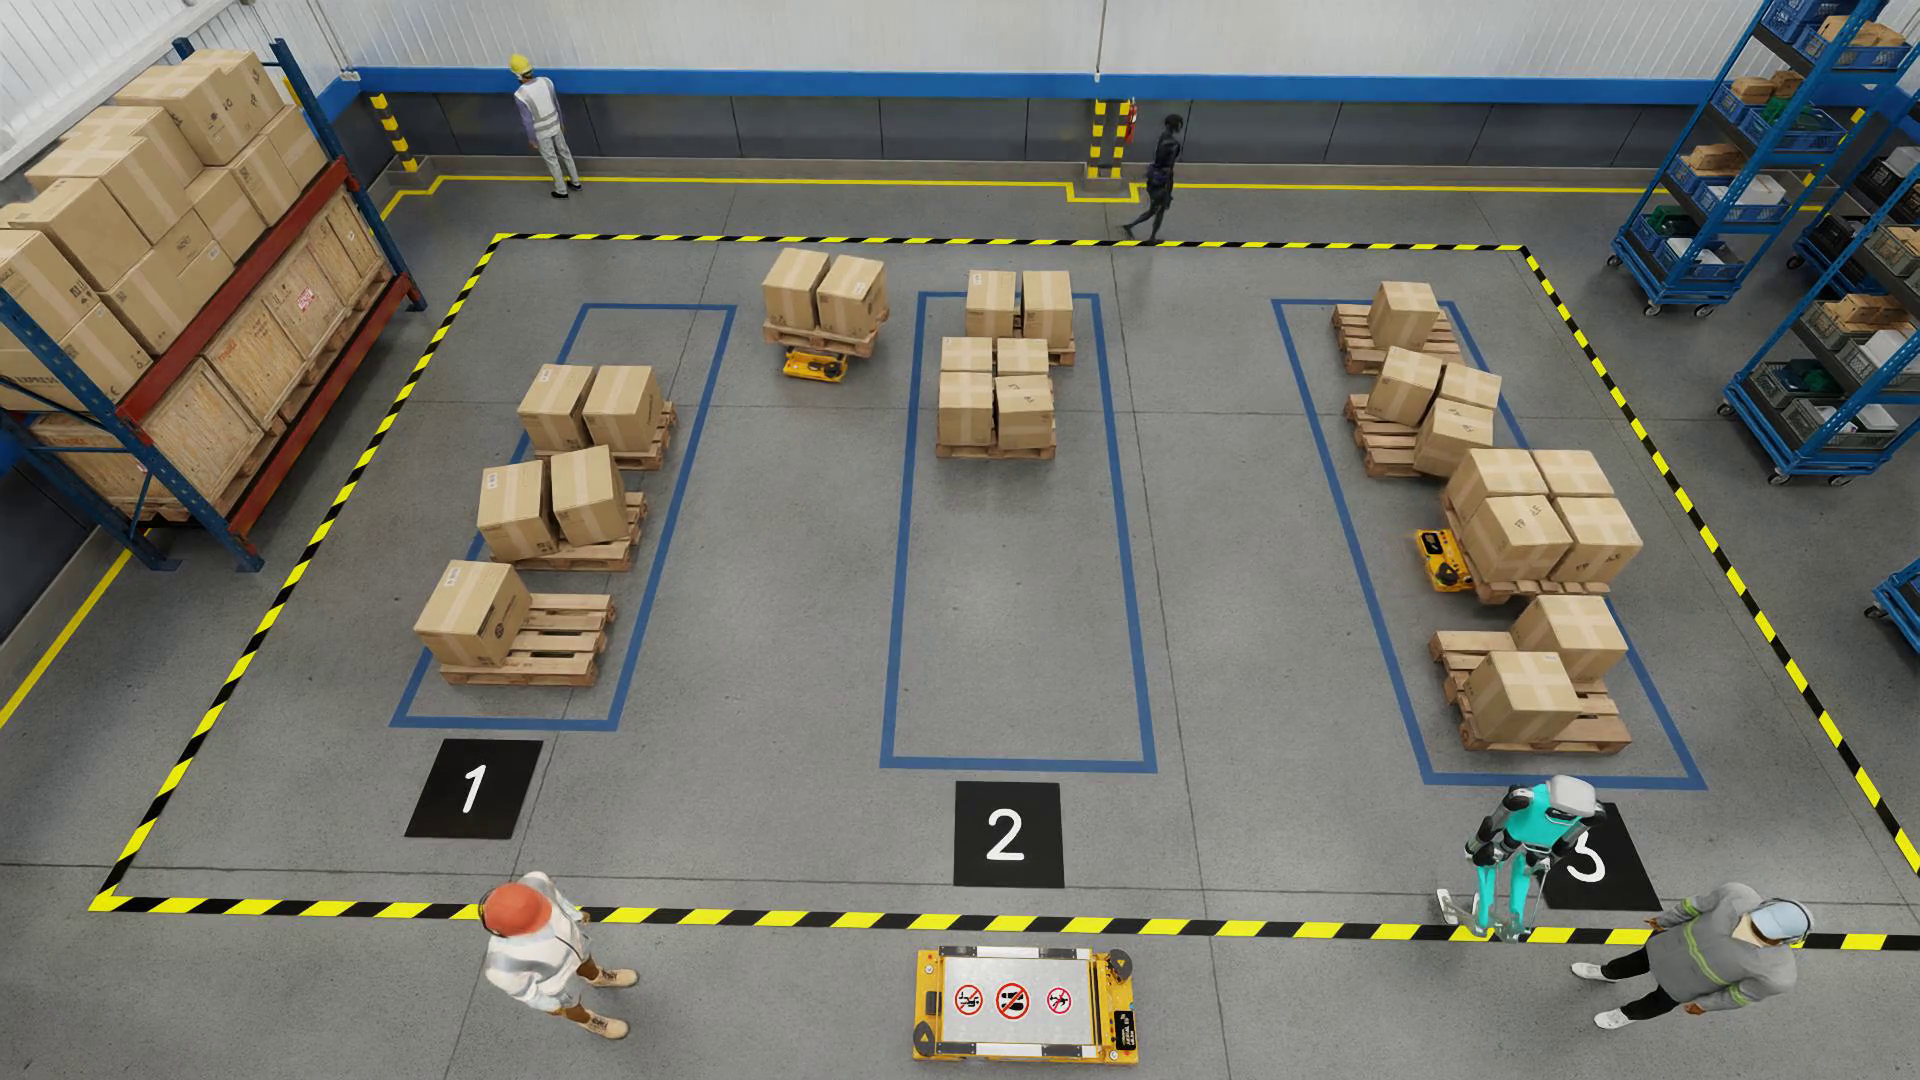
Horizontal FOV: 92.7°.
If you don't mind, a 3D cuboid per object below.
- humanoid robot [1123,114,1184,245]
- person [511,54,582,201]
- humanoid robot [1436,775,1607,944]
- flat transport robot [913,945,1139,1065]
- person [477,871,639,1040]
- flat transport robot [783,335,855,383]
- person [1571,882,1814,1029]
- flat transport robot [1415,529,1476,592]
[{"bbox_3d":[2.341,-4.326,11.108,0.526,1.626,0.601,-8,51,-6],"label":"humanoid robot"},{"bbox_3d":[-5.344,-5.294,11.791,0.404,1.834,0.585,23,55,18],"label":"person"},{"bbox_3d":[3.474,2.123,5.721,0.533,1.677,0.735,10,52,8],"label":"humanoid robot"},{"bbox_3d":[0.422,3.041,6.007,1.431,0.231,0.659,1,51,1],"label":"flat transport robot"},{"bbox_3d":[-2.322,2.439,5.361,0.399,2.033,0.605,2,51,2],"label":"person"},{"bbox_3d":[-1.459,-2.356,10.388,0.652,0.197,1.431,11,52,9],"label":"flat transport robot"},{"bbox_3d":[4.325,2.491,5.434,0.371,1.852,0.588,-1,51,-1],"label":"person"},{"bbox_3d":[4.982,0.160,8.338,1.431,0.197,0.652,1,51,1],"label":"flat transport robot"}]
